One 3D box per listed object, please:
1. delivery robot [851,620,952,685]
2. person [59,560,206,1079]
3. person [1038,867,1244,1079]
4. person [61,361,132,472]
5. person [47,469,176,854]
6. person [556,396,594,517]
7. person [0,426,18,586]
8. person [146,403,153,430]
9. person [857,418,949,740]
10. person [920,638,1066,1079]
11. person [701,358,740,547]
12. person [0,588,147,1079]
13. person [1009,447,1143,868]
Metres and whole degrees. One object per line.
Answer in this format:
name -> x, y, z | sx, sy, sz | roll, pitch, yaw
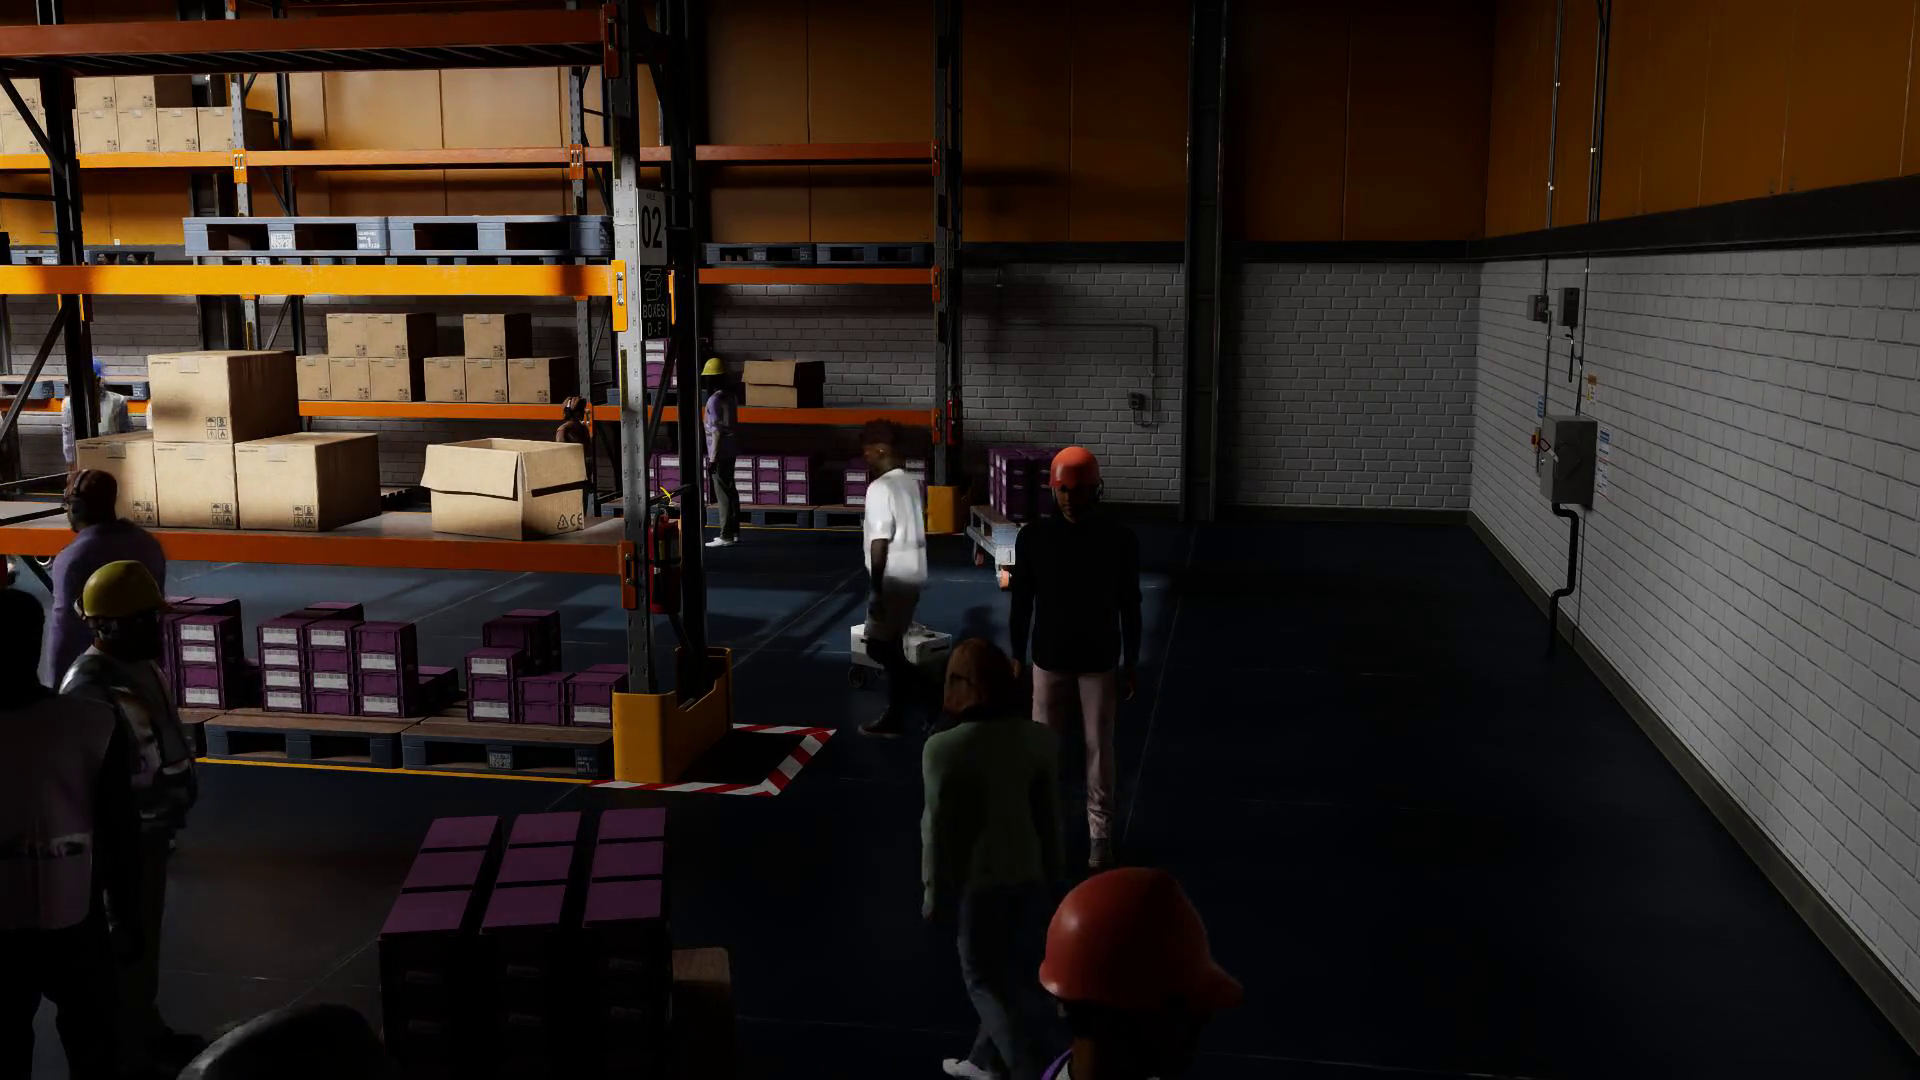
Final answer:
delivery robot -> -0.394, 0.700, 11.048 | 0.707, 0.478, 0.477 | 8, 12, 41
person -> -2.823, 0.972, 5.695 | 0.403, 1.831, 0.595 | -2, 9, -11
person -> 0.162, 1.428, 2.663 | 0.929, 1.910, 0.549 | 3, 10, 20
person -> -8.493, -0.806, 16.427 | 0.629, 1.940, 0.416 | -5, 10, -28
person -> -3.939, 0.621, 7.662 | 0.401, 1.905, 0.688 | 1, 9, 7
person -> -3.612, -0.534, 15.640 | 0.307, 1.641, 0.514 | 2, 9, 13
person -> -8.526, -0.434, 14.421 | 0.421, 1.829, 0.519 | 5, 10, 27
person -> -7.635, -0.740, 16.274 | 0.577, 1.837, 0.977 | -2, 9, -10
person -> -0.342, 0.252, 9.857 | 0.667, 1.934, 0.665 | 4, 10, 23
person -> 0.156, 1.130, 5.424 | 0.503, 1.606, 0.703 | -7, 11, -37
person -> -2.445, -0.885, 16.926 | 0.388, 1.926, 0.590 | 2, 9, 10
person -> -2.636, 1.089, 4.729 | 0.588, 1.913, 0.398 | -3, 10, -18
person -> 0.536, 0.552, 7.799 | 0.624, 1.992, 0.390 | 2, 9, 10
